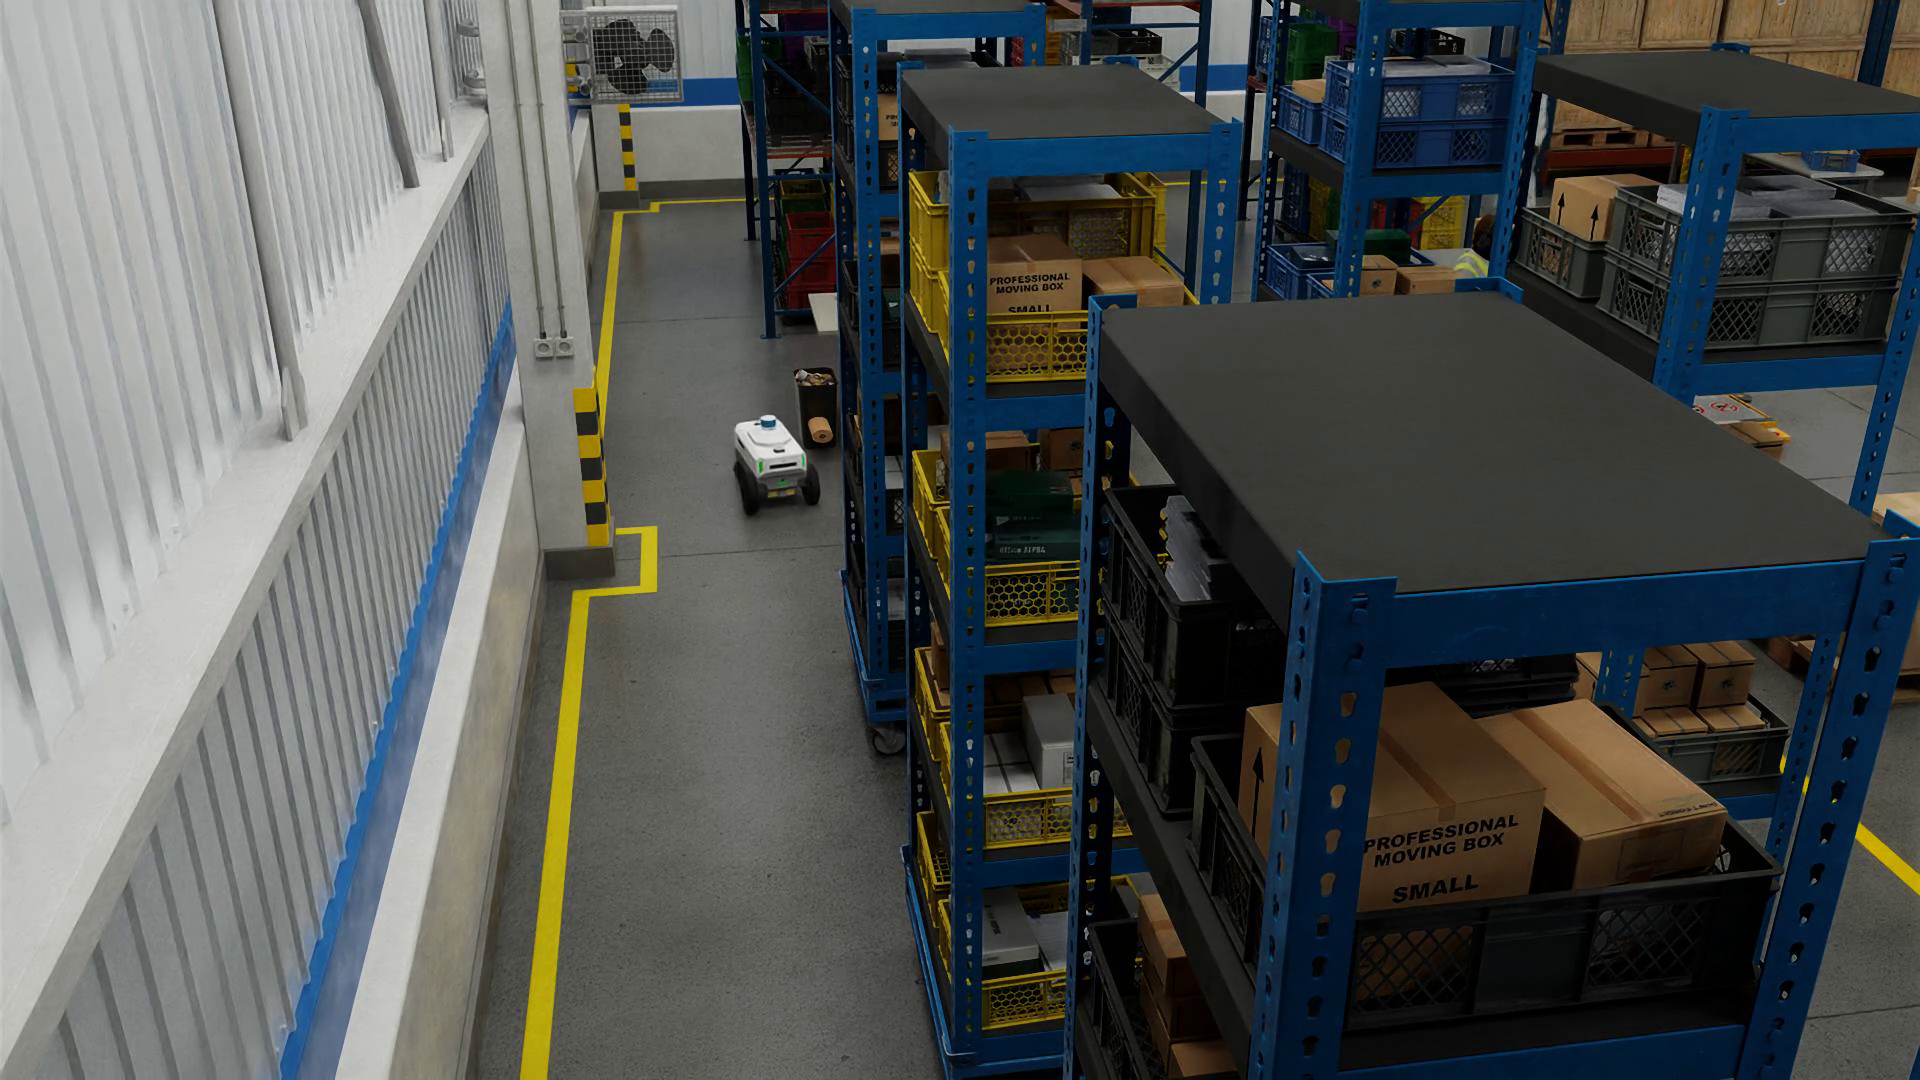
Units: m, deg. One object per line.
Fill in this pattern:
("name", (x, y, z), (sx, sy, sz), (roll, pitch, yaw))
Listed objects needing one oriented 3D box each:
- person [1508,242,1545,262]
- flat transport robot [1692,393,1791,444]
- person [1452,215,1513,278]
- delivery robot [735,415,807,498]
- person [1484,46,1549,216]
("person", (3.549, -1.027, 10.544), (0.393, 1.927, 0.640), (12, 27, 24))
("flat transport robot", (5.224, -0.859, 12.132), (1.431, 0.197, 0.652), (-4, 25, -8))
("person", (3.458, -1.275, 11.179), (0.429, 1.838, 0.622), (16, 29, 31))
("delivery robot", (-1.269, -0.593, 11.110), (0.477, 0.478, 0.707), (-9, 26, -18))
("person", (5.998, -4.317, 17.747), (0.500, 1.871, 0.632), (-2, 25, -4))
